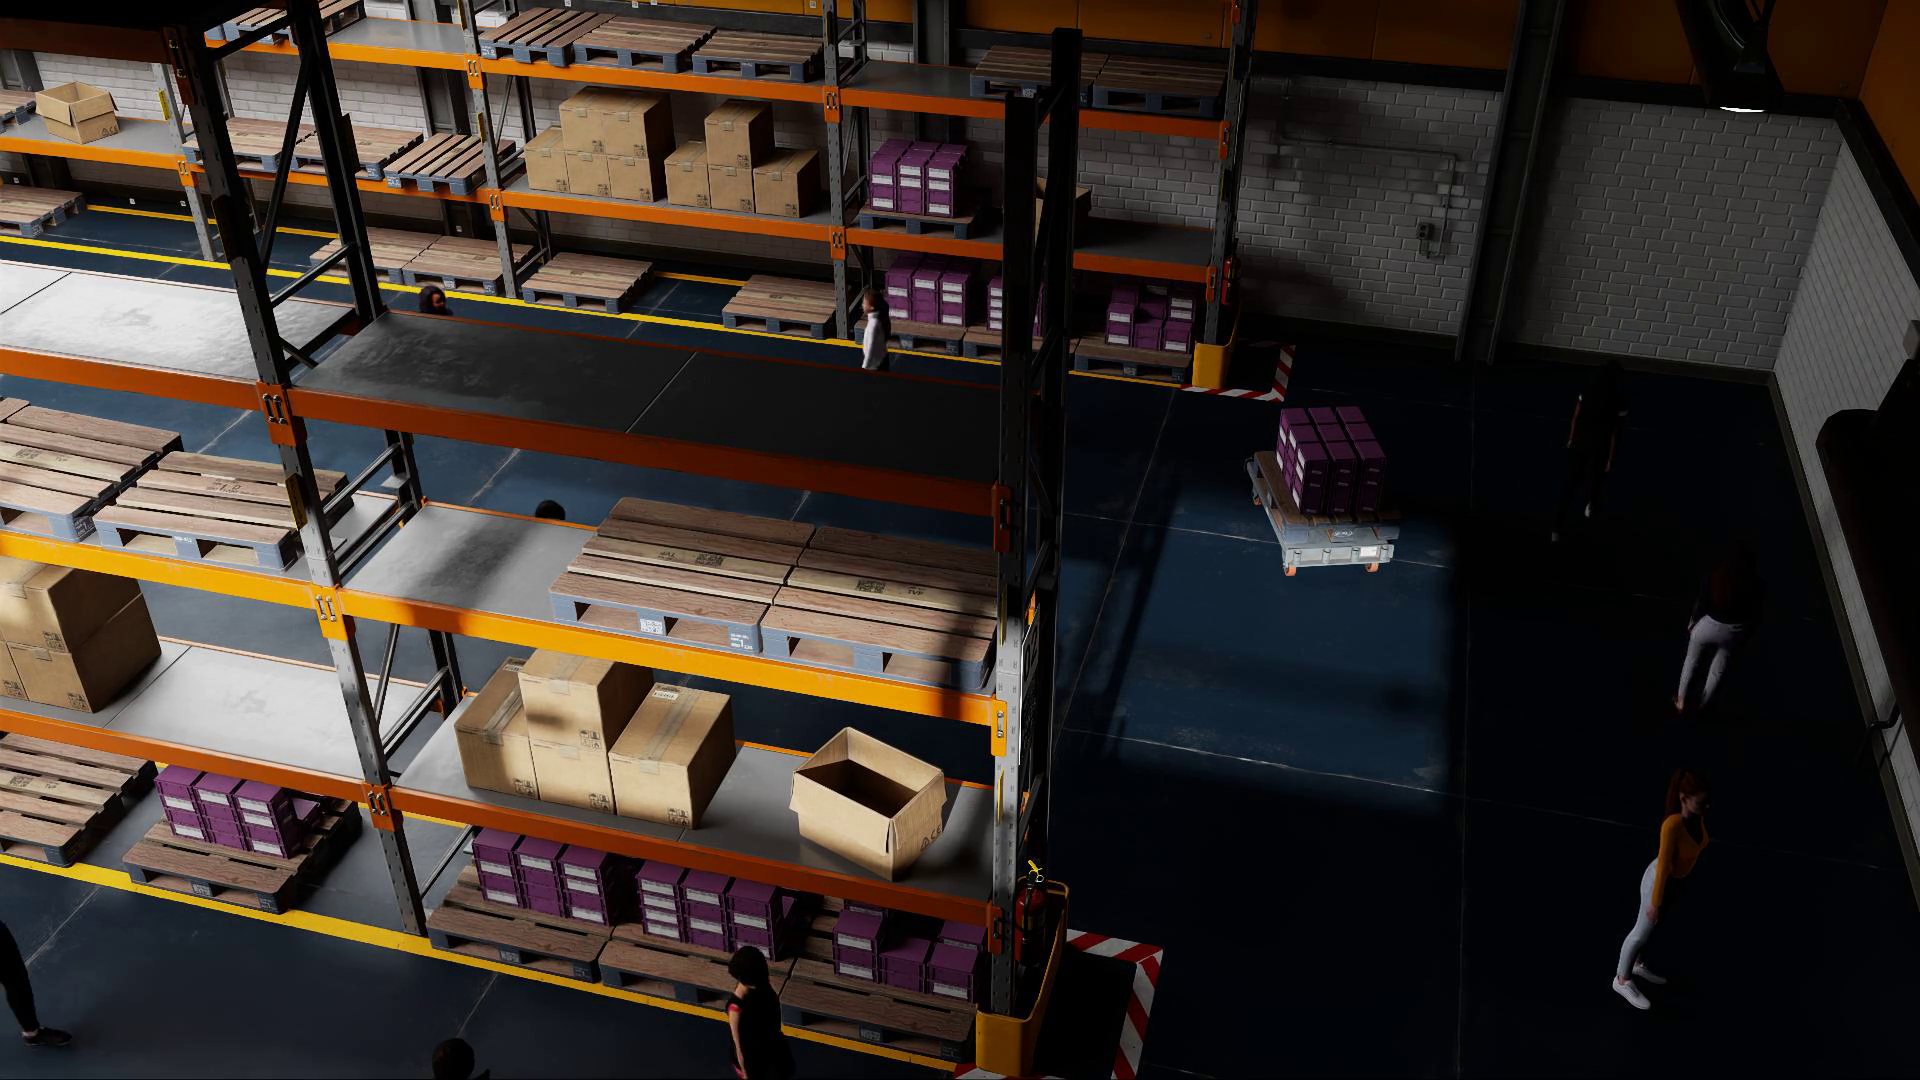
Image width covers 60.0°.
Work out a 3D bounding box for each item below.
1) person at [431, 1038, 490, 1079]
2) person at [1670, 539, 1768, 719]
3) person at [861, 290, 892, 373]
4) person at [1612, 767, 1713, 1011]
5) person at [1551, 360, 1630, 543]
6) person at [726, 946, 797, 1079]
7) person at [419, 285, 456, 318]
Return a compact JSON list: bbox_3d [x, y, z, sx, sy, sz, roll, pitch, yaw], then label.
[{"bbox_3d":[-2.530,3.205,8.600,0.594,1.659,0.656,25,41,33],"label":"person"},{"bbox_3d":[5.708,0.668,12.466,0.557,1.604,0.725,25,41,33],"label":"person"},{"bbox_3d":[-0.715,-1.674,16.075,1.089,1.510,0.654,3,34,5],"label":"person"},{"bbox_3d":[4.304,2.105,10.172,0.704,1.751,0.679,28,43,35],"label":"person"},{"bbox_3d":[5.475,-0.750,14.530,1.185,1.681,1.017,25,41,33],"label":"person"},{"bbox_3d":[-1.208,2.809,9.302,0.580,1.541,0.551,9,35,13],"label":"person"},{"bbox_3d":[-5.057,-1.741,16.124,1.038,1.568,0.698,14,36,19],"label":"person"}]
